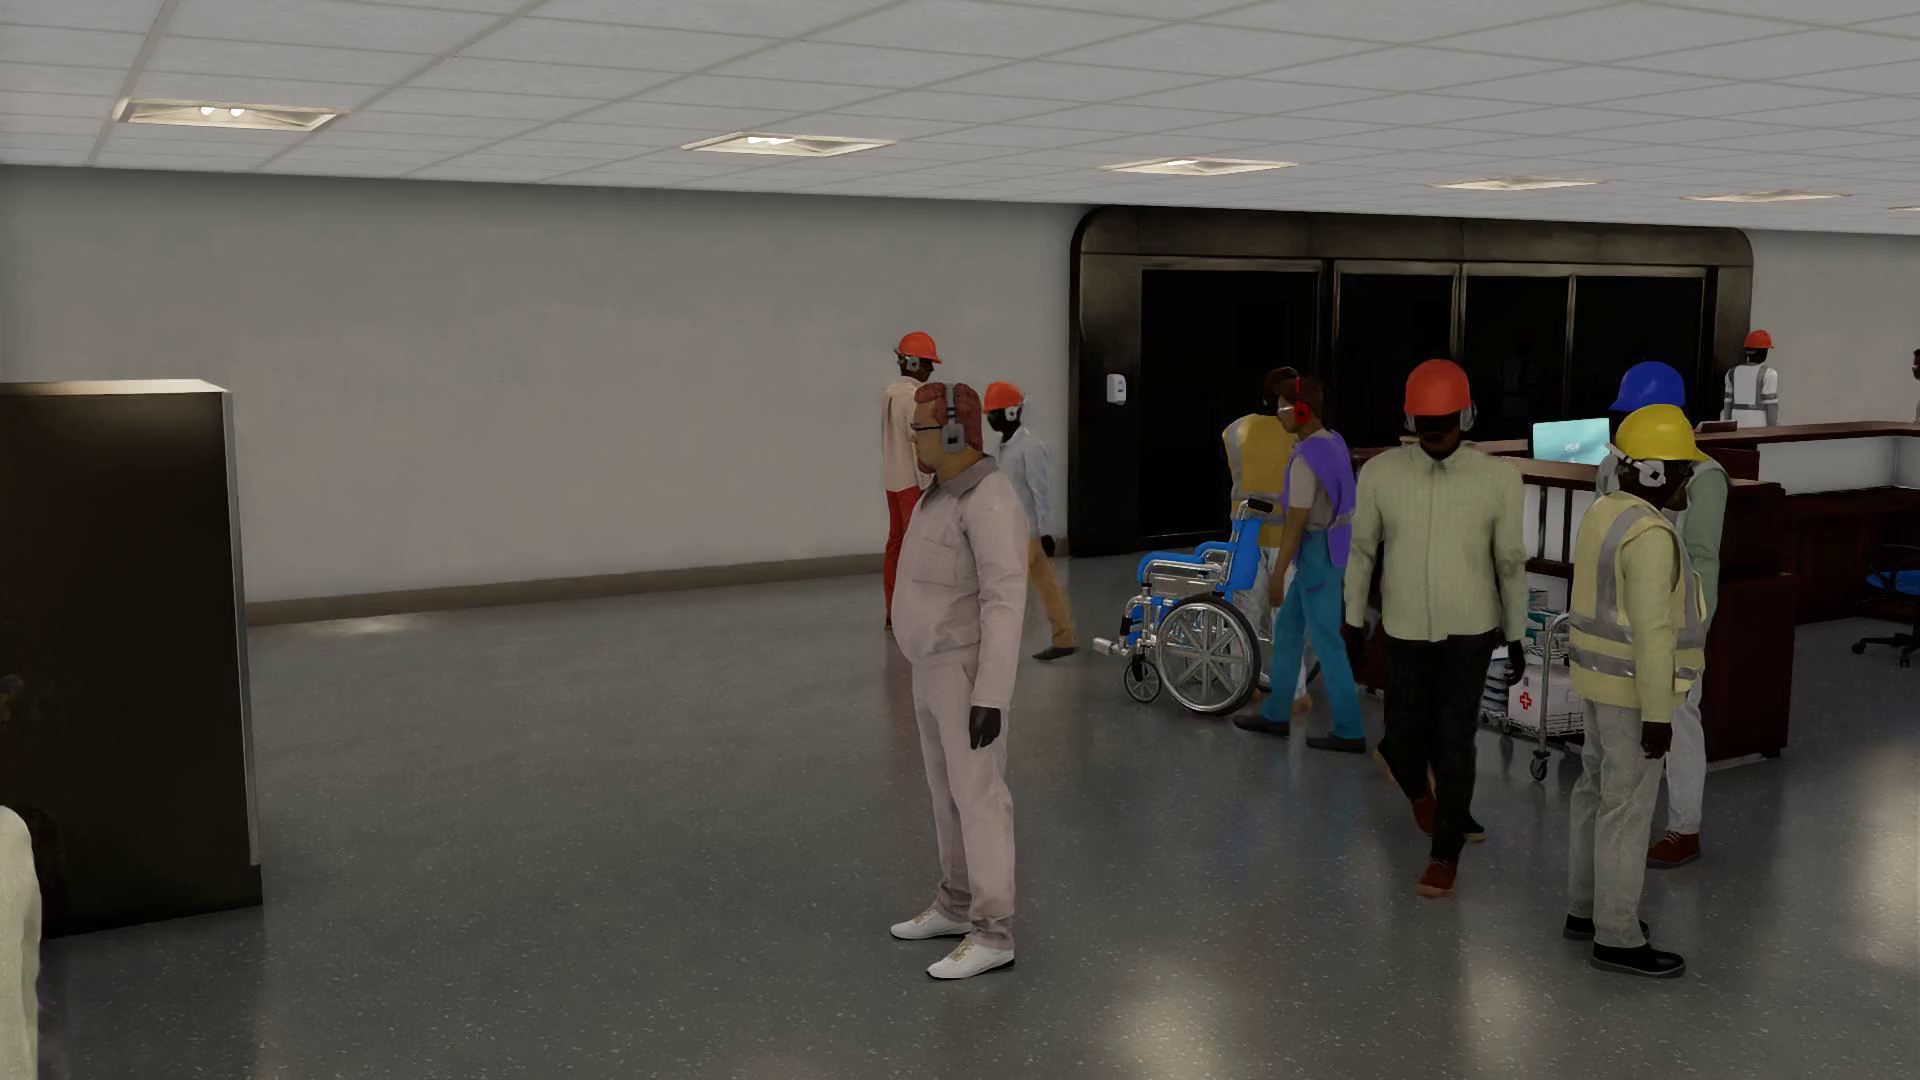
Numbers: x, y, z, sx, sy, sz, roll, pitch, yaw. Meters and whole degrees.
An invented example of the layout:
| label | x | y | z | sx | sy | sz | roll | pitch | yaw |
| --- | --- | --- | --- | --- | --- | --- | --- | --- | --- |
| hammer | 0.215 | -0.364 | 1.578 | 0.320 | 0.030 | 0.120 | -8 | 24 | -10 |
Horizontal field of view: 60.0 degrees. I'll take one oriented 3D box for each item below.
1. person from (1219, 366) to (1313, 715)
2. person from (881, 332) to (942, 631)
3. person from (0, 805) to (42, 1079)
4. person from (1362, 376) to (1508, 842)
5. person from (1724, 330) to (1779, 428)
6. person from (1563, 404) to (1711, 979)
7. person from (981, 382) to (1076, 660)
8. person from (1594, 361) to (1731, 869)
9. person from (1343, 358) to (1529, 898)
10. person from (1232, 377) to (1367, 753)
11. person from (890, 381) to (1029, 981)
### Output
| label | x | y | z | sx | sy | sz | roll | pitch | yaw |
| --- | --- | --- | --- | --- | --- | --- | --- | --- | --- |
| person | 1.676 | 0.006 | 8.795 | 0.624 | 1.839 | 0.430 | 5 | 9 | 33 |
| person | -0.307 | -0.360 | 10.877 | 0.391 | 1.986 | 0.608 | -3 | 9 | -23 |
| person | -1.393 | 0.939 | 2.386 | 0.840 | 1.737 | 0.531 | 0 | 8 | -3 |
| person | 2.001 | 0.214 | 7.054 | 0.624 | 1.910 | 1.057 | -2 | 8 | -11 |
| person | 7.727 | -1.075 | 16.226 | 0.361 | 1.939 | 0.543 | -5 | 9 | -30 |
| person | 2.190 | 0.474 | 5.398 | 0.403 | 1.830 | 0.599 | 1 | 8 | 4 |
| person | 0.327 | -0.088 | 9.932 | 0.868 | 1.699 | 0.572 | -2 | 8 | -15 |
| person | 2.654 | 0.281 | 6.428 | 0.425 | 1.938 | 0.602 | -4 | 9 | -24 |
| person | 1.777 | 0.295 | 6.225 | 0.669 | 1.964 | 0.700 | 3 | 9 | 22 |
| person | 1.605 | 0.124 | 8.014 | 0.832 | 1.803 | 0.593 | 4 | 9 | 25 |
| person | -0.025 | 0.443 | 5.364 | 0.403 | 1.904 | 0.651 | -3 | 8 | -19 |
